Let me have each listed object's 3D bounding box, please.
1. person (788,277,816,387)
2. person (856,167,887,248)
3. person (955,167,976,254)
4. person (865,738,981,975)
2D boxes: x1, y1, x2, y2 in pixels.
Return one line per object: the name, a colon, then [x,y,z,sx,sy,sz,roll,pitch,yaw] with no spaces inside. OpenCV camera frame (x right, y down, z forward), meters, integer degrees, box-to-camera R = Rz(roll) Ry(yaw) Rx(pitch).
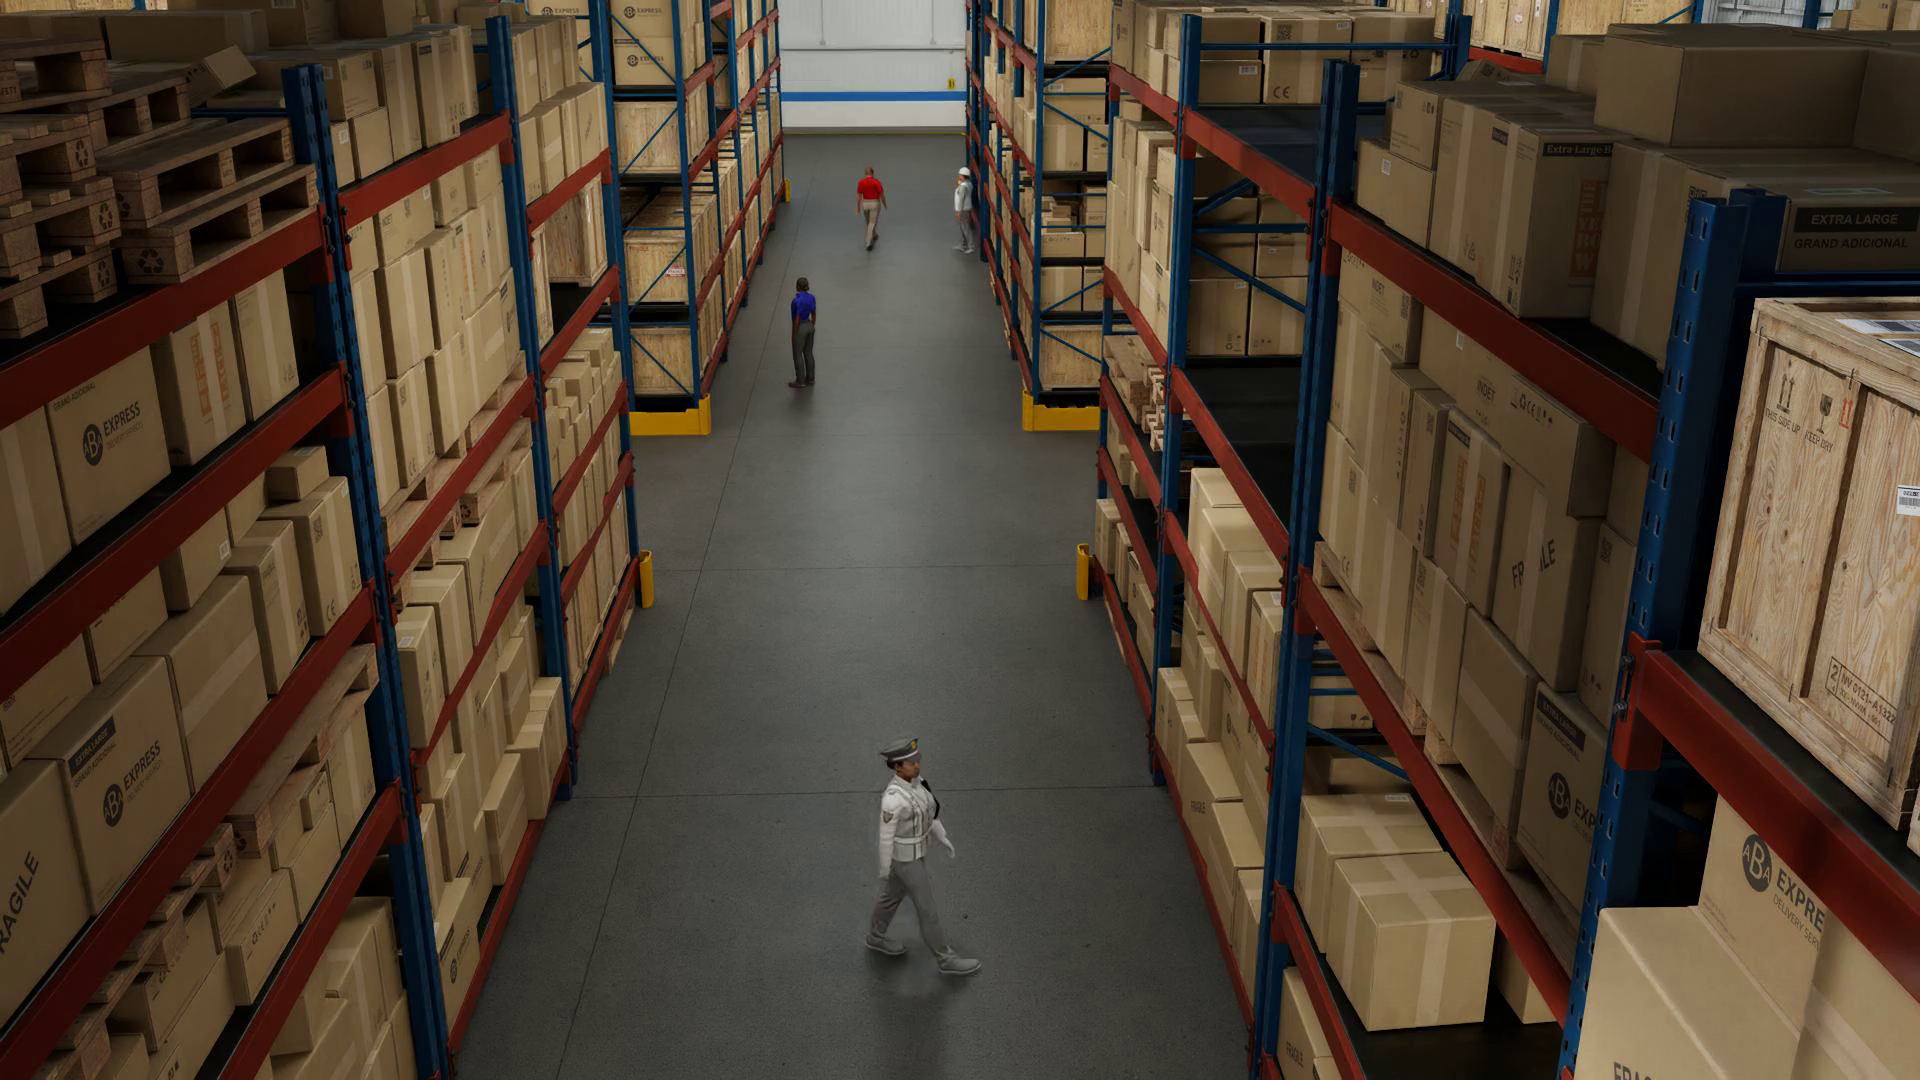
person: [-2.390,-3.148,25.088,0.360,1.657,0.436,13,24,32]
person: [-1.881,-7.205,35.871,0.578,1.685,1.003,8,22,20]
person: [0.104,-6.976,35.180,0.524,1.773,0.698,4,21,10]
person: [-0.241,2.068,11.025,0.861,1.663,0.489,6,21,15]
